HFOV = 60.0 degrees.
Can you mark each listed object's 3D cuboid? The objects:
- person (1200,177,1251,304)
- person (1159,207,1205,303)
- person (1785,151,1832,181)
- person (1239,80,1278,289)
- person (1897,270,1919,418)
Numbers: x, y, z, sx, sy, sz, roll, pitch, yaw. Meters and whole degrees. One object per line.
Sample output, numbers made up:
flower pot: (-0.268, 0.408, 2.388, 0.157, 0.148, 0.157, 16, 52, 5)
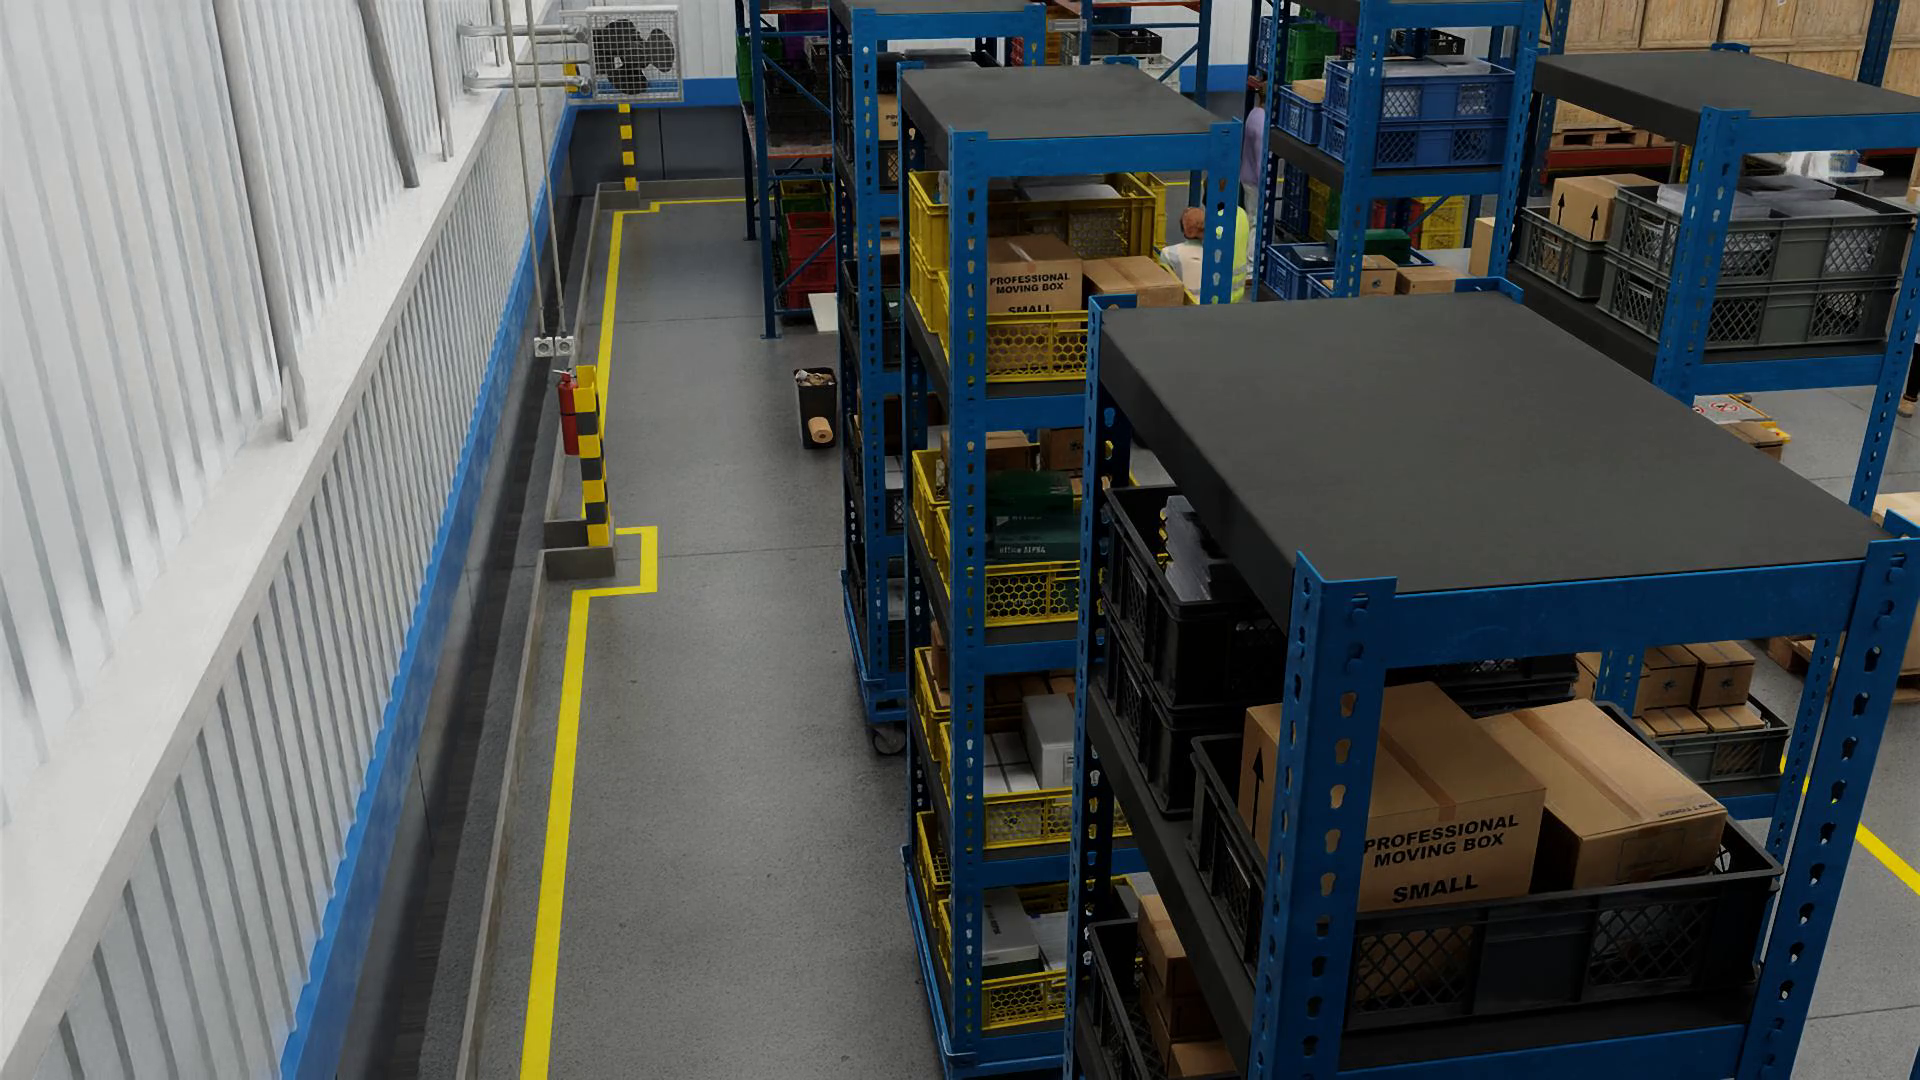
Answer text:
person: (1.876, -1.790, 12.289, 0.429, 1.843, 0.627, 14, 28, 28)
person: (1.669, -1.618, 12.164, 0.528, 1.631, 0.321, -5, 25, -10)
person: (7.477, -2.905, 14.705, 0.418, 1.857, 0.650, 0, 25, 1)
person: (2.781, -3.313, 15.495, 0.369, 1.932, 0.633, 1, 25, 3)
person: (7.305, -1.728, 12.323, 0.538, 1.700, 0.317, 2, 25, 4)
